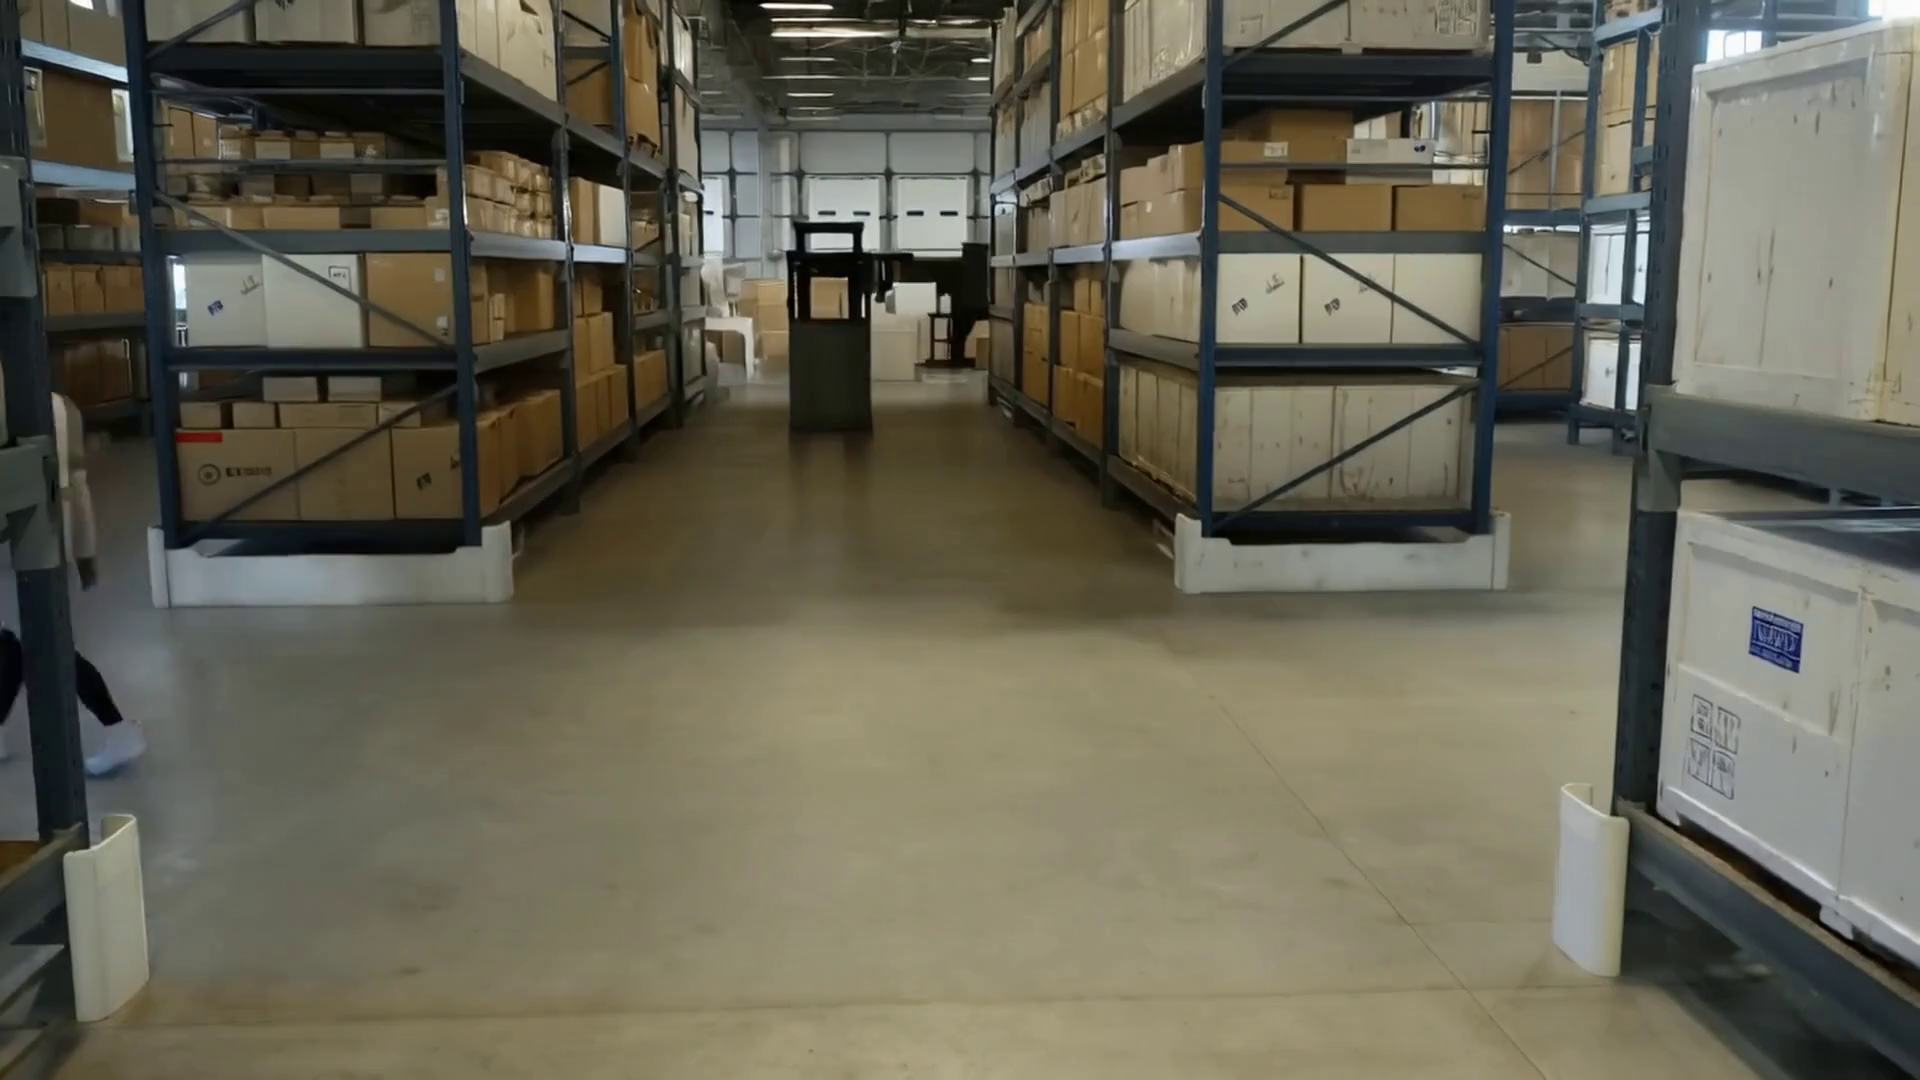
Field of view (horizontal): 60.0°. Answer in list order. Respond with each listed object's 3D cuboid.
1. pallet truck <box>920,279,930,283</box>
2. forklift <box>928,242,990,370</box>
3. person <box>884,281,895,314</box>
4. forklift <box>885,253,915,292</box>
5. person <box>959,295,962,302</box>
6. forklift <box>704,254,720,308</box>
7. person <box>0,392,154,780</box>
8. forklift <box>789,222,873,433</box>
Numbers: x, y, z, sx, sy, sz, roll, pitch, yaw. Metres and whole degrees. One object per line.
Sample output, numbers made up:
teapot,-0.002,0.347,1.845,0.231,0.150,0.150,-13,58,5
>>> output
pallet truck,-0.932,-8.922,63.114,1.885,1.965,0.823,2,9,13
forklift,0.365,-5.148,36.653,1.873,2.768,1.129,3,10,21
person,-2.077,-7.090,51.840,0.628,1.931,0.383,5,10,27
forklift,-1.966,-8.022,54.704,1.129,2.768,1.873,-5,10,-30
person,0.204,-6.490,48.097,0.546,1.917,0.771,-3,10,-20
forklift,-8.474,-8.136,55.415,1.129,2.768,1.873,6,11,33
person,-3.904,0.029,6.955,1.073,1.992,0.627,1,9,7
forklift,-1.773,-2.924,22.692,1.129,2.768,1.873,-1,9,-4
